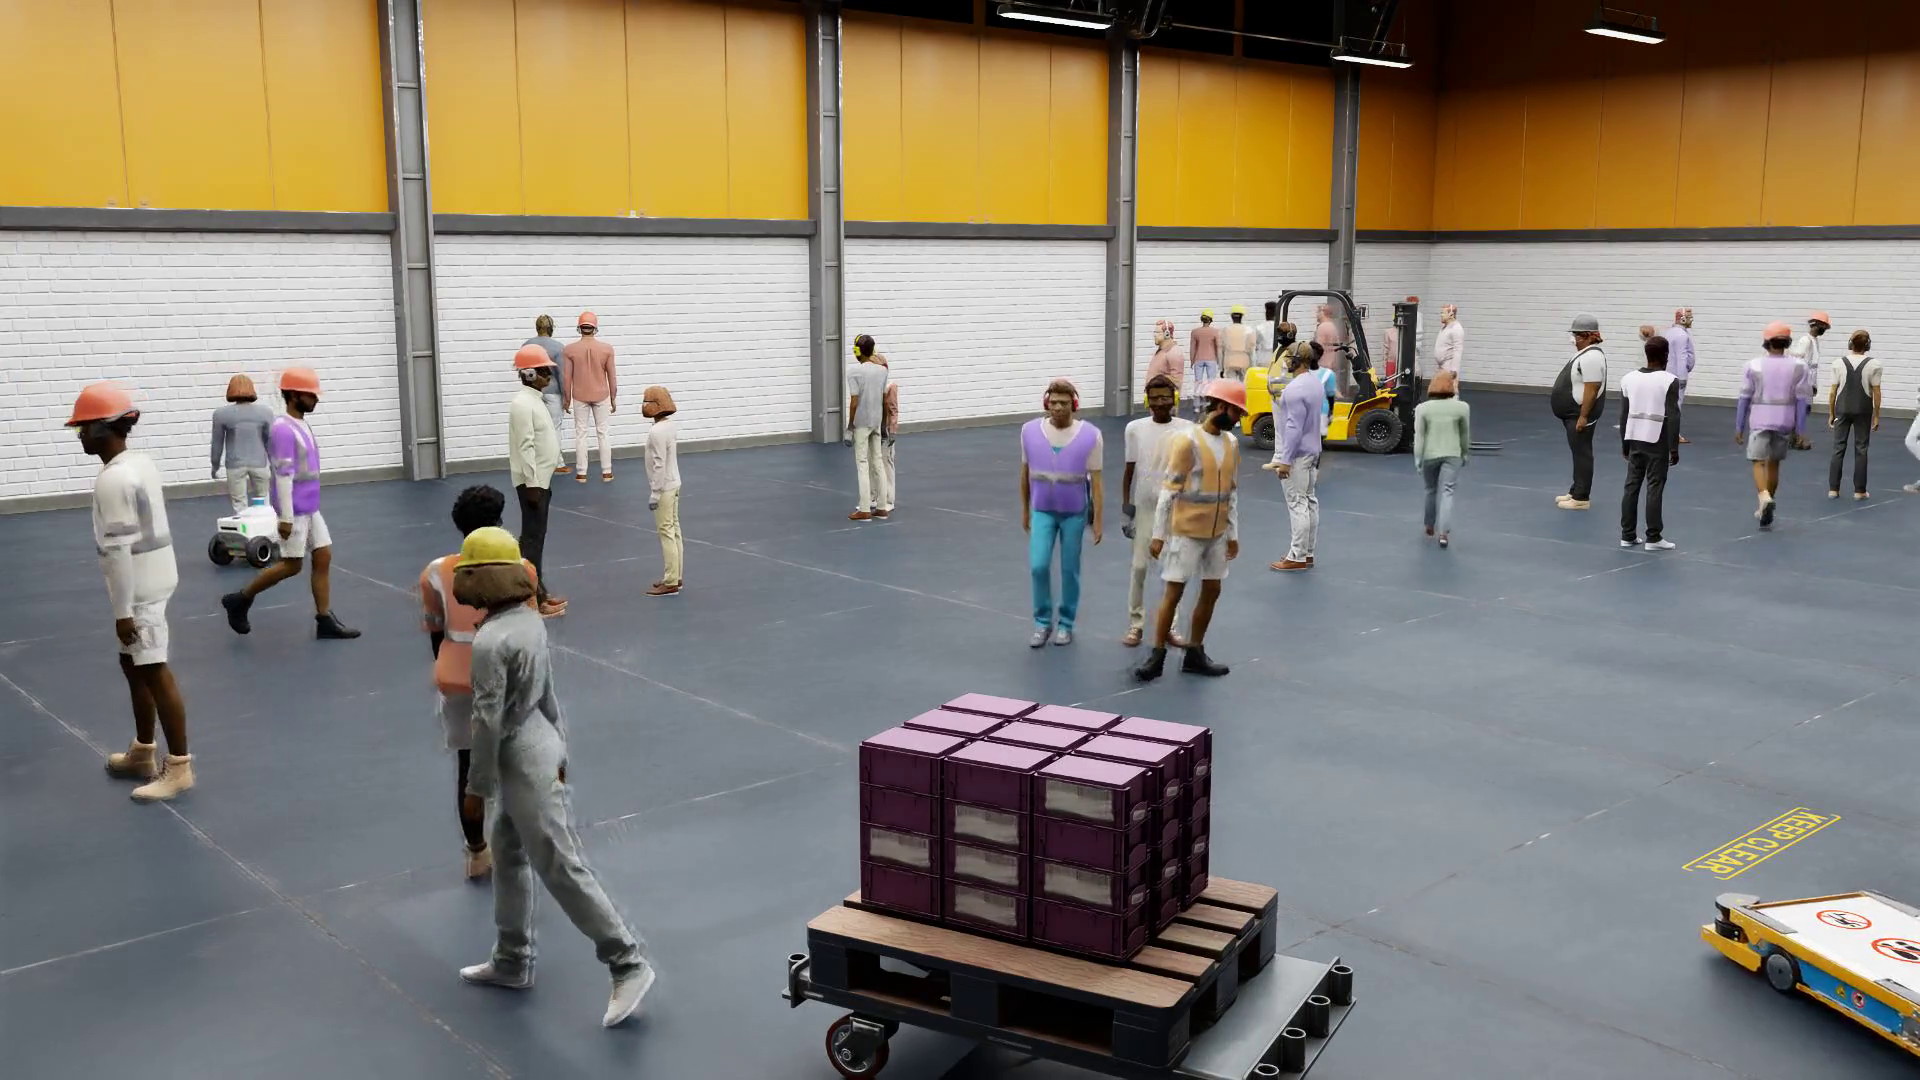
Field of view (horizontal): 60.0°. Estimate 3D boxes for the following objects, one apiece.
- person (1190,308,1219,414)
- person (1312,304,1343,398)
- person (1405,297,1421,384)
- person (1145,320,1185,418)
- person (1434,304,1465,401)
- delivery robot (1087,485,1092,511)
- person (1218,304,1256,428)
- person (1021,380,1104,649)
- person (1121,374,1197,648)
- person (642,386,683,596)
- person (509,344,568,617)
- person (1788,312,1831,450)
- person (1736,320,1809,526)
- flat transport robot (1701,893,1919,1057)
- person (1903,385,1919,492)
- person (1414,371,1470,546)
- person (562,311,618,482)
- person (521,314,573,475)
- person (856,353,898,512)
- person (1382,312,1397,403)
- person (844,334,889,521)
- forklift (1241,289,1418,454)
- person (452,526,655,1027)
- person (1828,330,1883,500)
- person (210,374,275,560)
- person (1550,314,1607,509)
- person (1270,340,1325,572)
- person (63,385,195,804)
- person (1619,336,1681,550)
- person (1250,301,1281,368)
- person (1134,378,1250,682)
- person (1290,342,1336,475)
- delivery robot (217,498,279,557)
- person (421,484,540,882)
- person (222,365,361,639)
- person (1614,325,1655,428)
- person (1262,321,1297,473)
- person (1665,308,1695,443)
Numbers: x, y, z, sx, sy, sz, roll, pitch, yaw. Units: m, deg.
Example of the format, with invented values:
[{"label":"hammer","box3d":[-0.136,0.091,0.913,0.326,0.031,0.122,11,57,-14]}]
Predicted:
[{"label":"person","box3d":[4.116,-2.991,27.853,0.533,1.767,0.327,3,10,19]},{"label":"person","box3d":[5.918,-2.868,26.855,0.932,1.874,0.652,4,11,24]},{"label":"person","box3d":[8.588,-3.669,31.602,0.382,1.854,0.714,6,11,29]},{"label":"person","box3d":[2.330,-1.573,19.144,0.409,1.906,0.651,-2,10,-13]},{"label":"person","box3d":[7.432,-2.639,25.381,0.400,1.910,0.643,0,10,-2]},{"label":"delivery robot","box3d":[1.062,-0.502,16.548,0.477,0.478,0.707,-2,10,-12]},{"label":"person","box3d":[4.272,-2.682,25.648,0.609,1.892,0.645,2,10,11]},{"label":"person","box3d":[0.675,-0.162,11.134,0.586,1.810,0.619,2,10,13]},{"label":"person","box3d":[1.354,-0.190,11.204,0.537,1.860,0.351,1,10,5]},{"label":"person","box3d":[-2.324,-0.383,12.968,0.281,1.634,0.498,1,10,3]},{"label":"person","box3d":[-3.114,-0.437,12.226,0.374,1.997,0.608,-1,10,-7]},{"label":"person","box3d":[11.363,-2.124,22.449,0.738,1.888,0.438,-9,13,-42]},{"label":"person","box3d":[7.935,-1.131,16.247,0.613,2.021,0.848,3,10,15]},{"label":"flat transport robot","box3d":[3.325,1.535,5.728,0.652,0.197,1.431,-3,10,-15]},{"label":"person","box3d":[10.760,-1.441,18.462,0.407,1.873,0.600,8,12,37]},{"label":"person","box3d":[4.420,-0.756,15.292,0.494,1.591,0.873,3,10,15]},{"label":"person","box3d":[-4.315,-1.666,19.424,0.622,1.994,0.381,-3,10,-16]},{"label":"person","box3d":[-4.977,-1.743,20.045,0.636,1.939,0.364,3,10,19]},{"label":"person","box3d":[-0.848,-1.105,17.183,0.512,1.640,0.309,8,13,39]},{"label":"person","box3d":[7.276,-2.952,27.650,0.523,1.761,0.328,4,11,24]},{"label":"person","box3d":[-0.934,-1.119,16.607,0.535,1.864,0.309,-9,13,-42]},{"label":"forklift","box3d":[5.034,-2.339,22.783,2.313,2.155,1.214,3,10,16]},{"label":"person","box3d":[-1.437,0.806,5.817,0.743,1.704,0.542,0,10,-1]},{"label":"person","box3d":[9.687,-1.352,18.026,0.506,1.846,0.345,7,12,36]},{"label":"person","box3d":[-6.198,-0.626,14.415,0.521,1.626,0.342,-6,12,-33]},{"label":"person","box3d":[6.469,-1.350,17.442,0.539,2.000,0.688,3,10,17]},{"label":"person","box3d":[2.828,-0.697,13.917,0.371,1.940,0.627,5,11,29]},{"label":"person","box3d":[-4.050,0.259,8.136,0.495,2.023,0.685,-2,10,-14]},{"label":"person","box3d":[6.208,-0.871,14.995,0.391,1.920,0.587,-6,11,-31]},{"label":"person","box3d":[4.905,-2.817,26.363,0.619,1.937,0.792,-2,10,-12]},{"label":"person","box3d":[1.429,-0.050,10.292,0.737,1.888,0.459,-7,12,-34]},{"label":"person","box3d":[4.010,-1.439,19.093,0.540,1.650,0.879,5,11,27]},{"label":"delivery robot","box3d":[-6.026,-0.122,14.322,0.477,0.478,0.707,4,10,21]},{"label":"person","box3d":[-1.998,0.593,7.096,0.544,1.676,0.519,2,10,9]},{"label":"person","box3d":[-4.603,-0.239,11.349,0.827,1.909,0.547,-1,10,-4]},{"label":"person","box3d":[10.416,-2.459,25.204,0.821,1.602,0.525,5,11,26]},{"label":"person","box3d":[3.965,-1.741,20.320,0.429,1.844,0.627,-3,10,-18]},{"label":"person","box3d":[10.202,-2.334,23.596,0.400,1.910,0.643,2,10,10]}]
